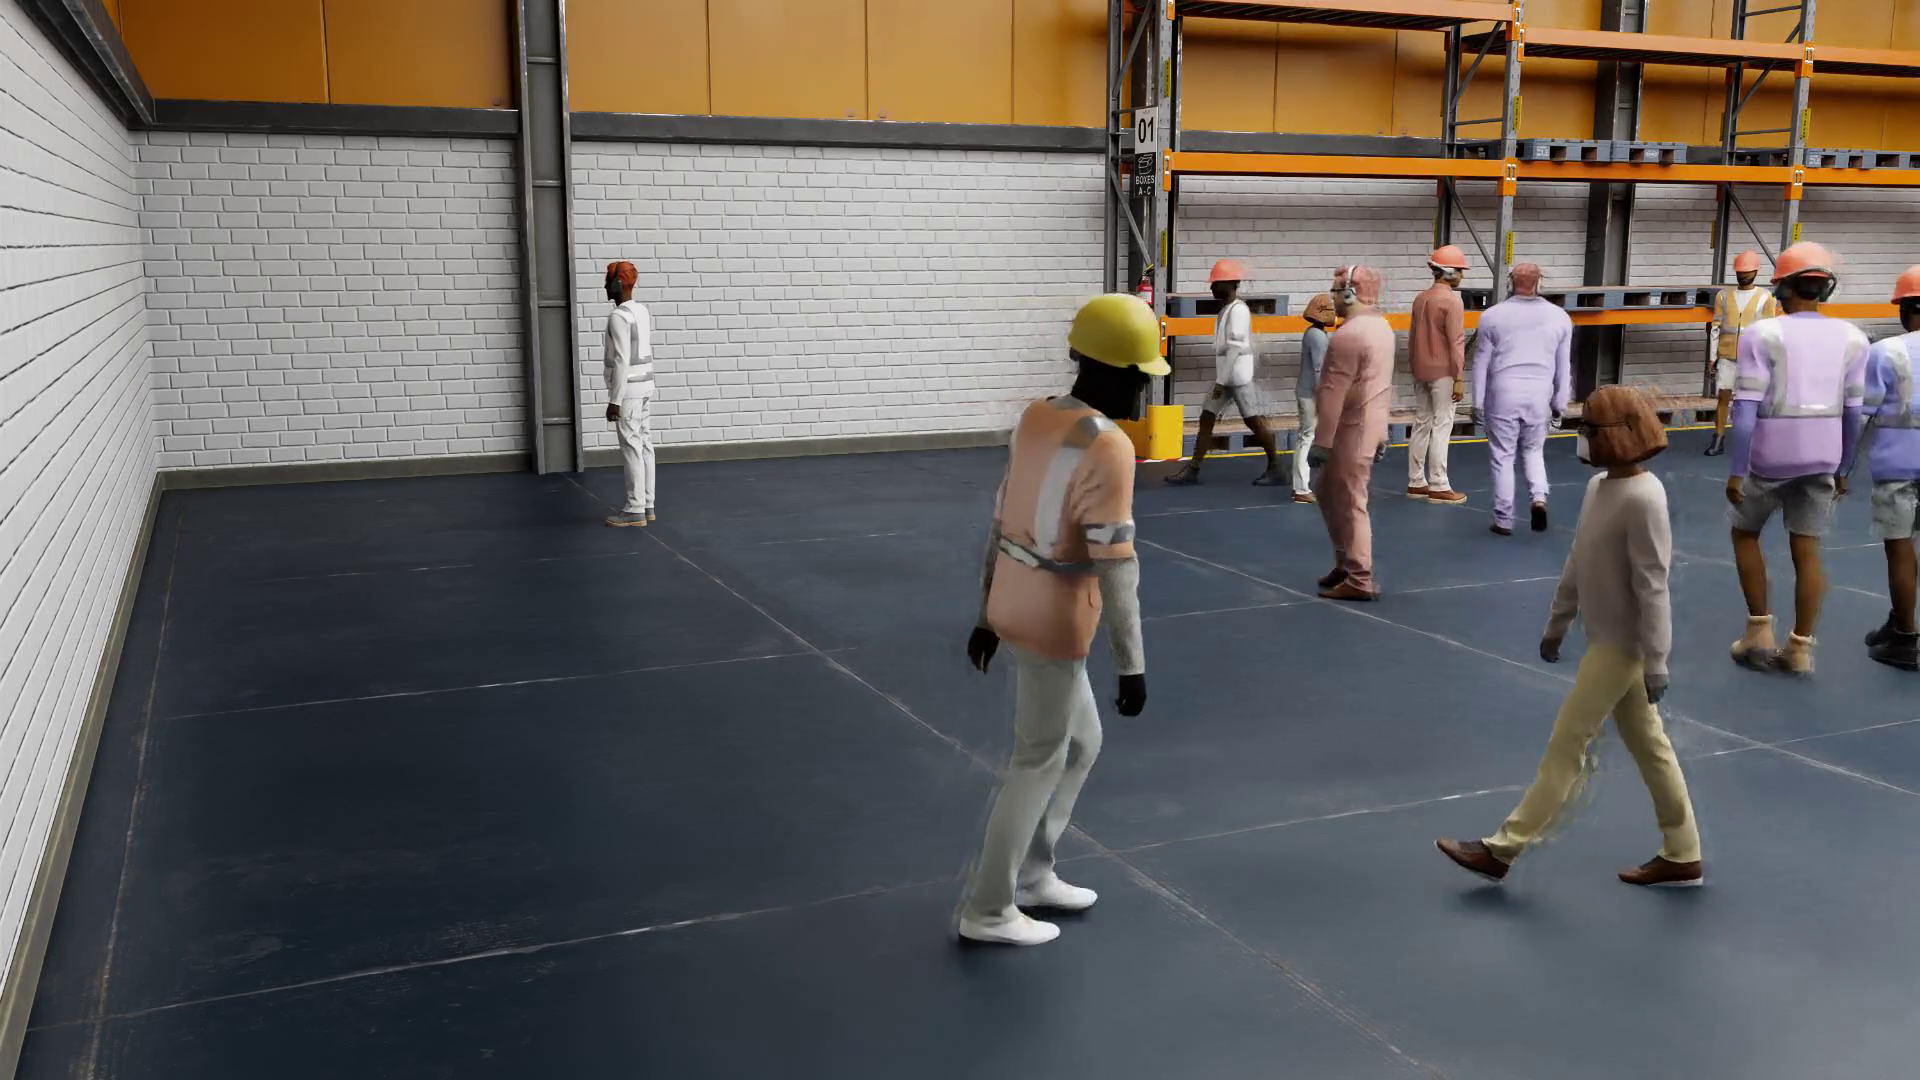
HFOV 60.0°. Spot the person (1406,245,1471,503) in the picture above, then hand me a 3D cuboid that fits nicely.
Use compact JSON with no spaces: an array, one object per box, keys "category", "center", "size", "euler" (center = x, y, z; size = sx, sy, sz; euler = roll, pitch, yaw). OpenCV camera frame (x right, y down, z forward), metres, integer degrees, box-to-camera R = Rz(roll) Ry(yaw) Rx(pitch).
[{"category":"person","center":[3.734,-1.284,12.946],"size":[0.388,1.990,0.625],"euler":[-3,11,-18]}]

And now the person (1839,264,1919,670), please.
[{"category":"person","center":[4.500,-0.359,8.000],"size":[0.542,1.916,0.637],"euler":[-1,10,-6]}]

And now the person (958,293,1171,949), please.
[{"category":"person","center":[0.267,0.250,4.705],"size":[0.620,1.878,0.601],"euler":[-3,11,-16]}]

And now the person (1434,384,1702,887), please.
[{"category":"person","center":[1.942,0.316,5.143],"size":[0.864,1.581,0.529],"euler":[1,10,7]}]

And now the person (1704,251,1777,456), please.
[{"category":"person","center":[7.321,-1.736,15.621],"size":[0.551,1.934,0.363],"euler":[7,13,36]}]

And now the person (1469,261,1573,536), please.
[{"category":"person","center":[3.829,-0.961,11.439],"size":[0.646,1.893,0.442],"euler":[0,10,-1]}]

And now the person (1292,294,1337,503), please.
[{"category":"person","center":[2.756,-1.095,12.923],"size":[0.291,1.623,0.494],"euler":[0,10,2]}]

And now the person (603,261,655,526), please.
[{"category":"person","center":[-2.369,-1.036,11.870],"size":[0.355,1.883,0.572],"euler":[2,10,9]}]

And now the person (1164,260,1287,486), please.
[{"category":"person","center":[2.253,-1.357,13.708],"size":[1.038,1.883,0.544],"euler":[-2,10,-12]}]

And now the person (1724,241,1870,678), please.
[{"category":"person","center":[3.876,-0.376,7.814],"size":[0.625,2.019,0.581],"euler":[0,10,-2]}]

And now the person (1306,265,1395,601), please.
[{"category":"person","center":[2.154,-0.594,9.391],"size":[0.527,1.891,0.655],"euler":[5,11,26]}]
